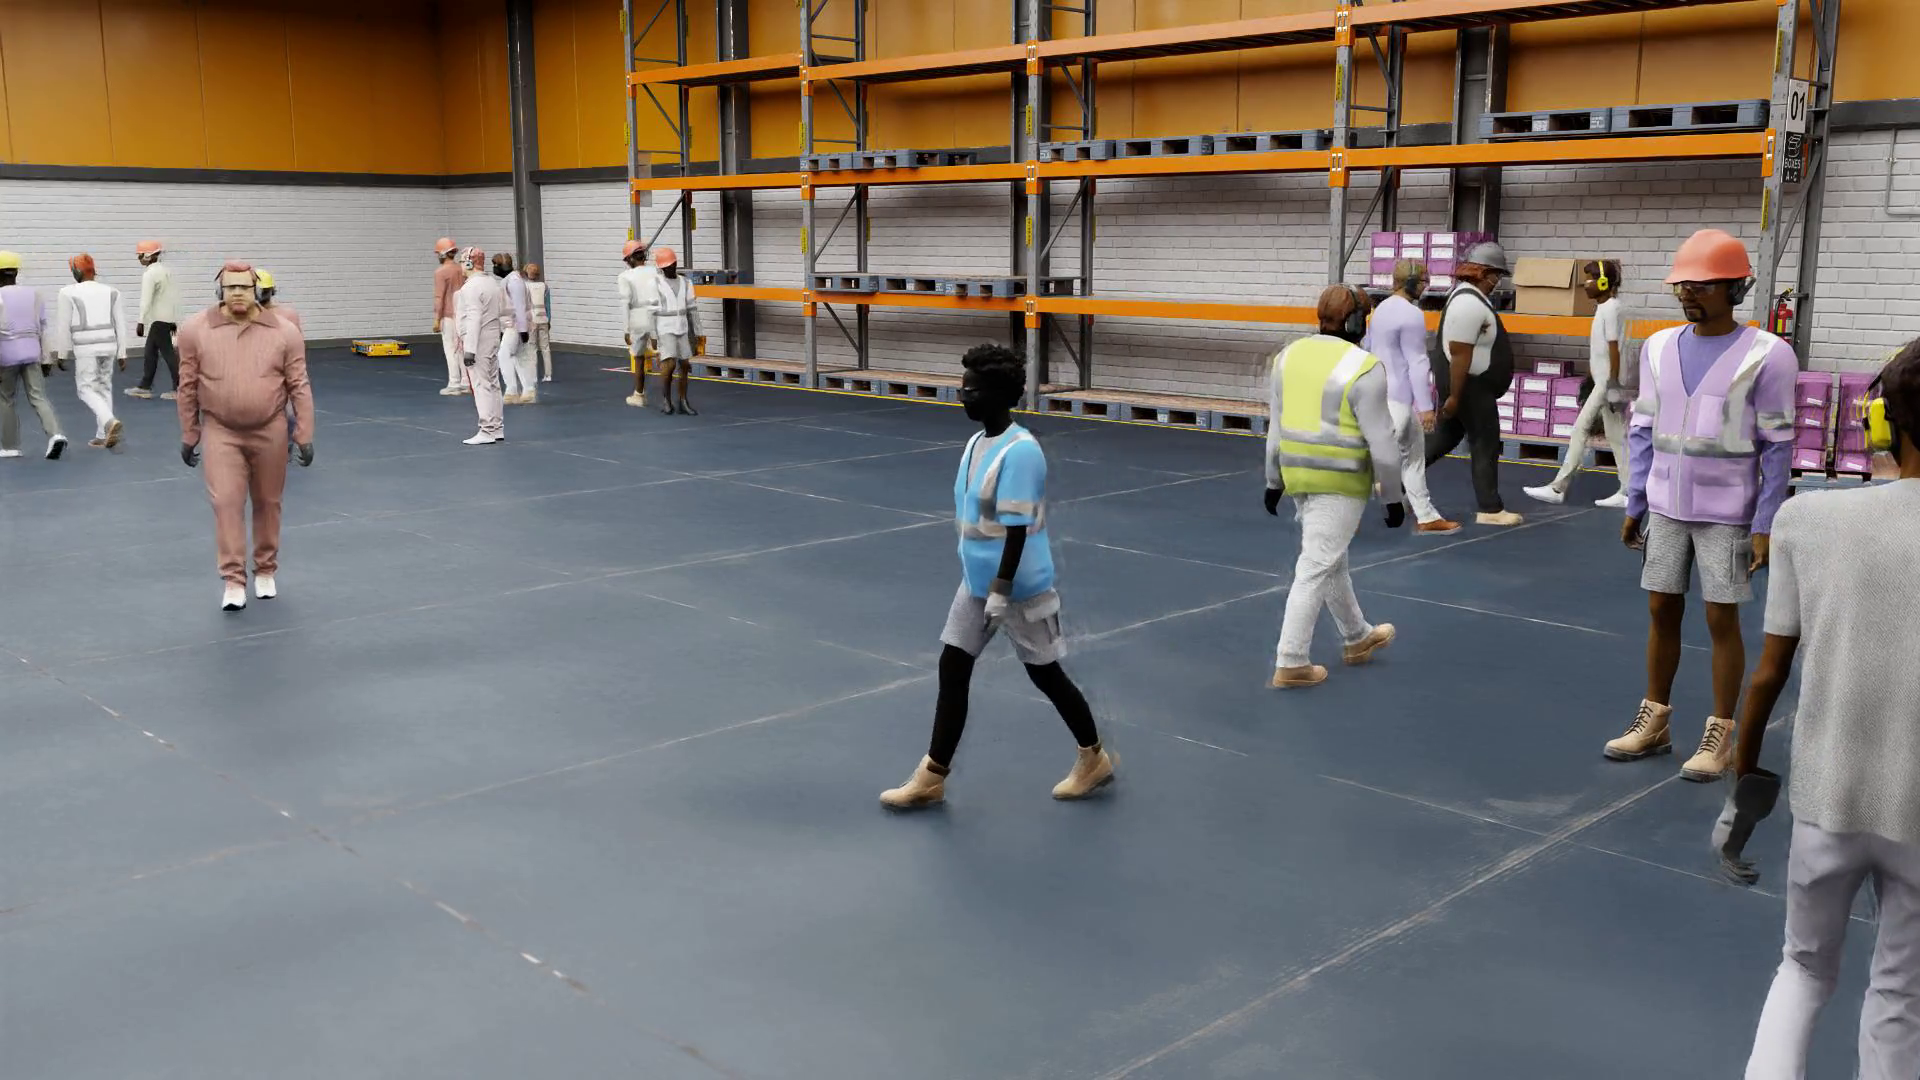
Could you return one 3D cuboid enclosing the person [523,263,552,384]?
[{"bbox_3d":[-5.825,-2.961,22.786,0.312,1.639,0.520,9,14,42],"label":"person"}]

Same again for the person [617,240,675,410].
[{"bbox_3d":[-3.589,-2.490,19.365,0.767,1.968,1.036,-5,12,-26],"label":"person"}]

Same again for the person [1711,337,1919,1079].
[{"bbox_3d":[1.699,0.543,3.100,0.565,1.848,0.497,9,14,42],"label":"person"}]

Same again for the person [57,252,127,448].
[{"bbox_3d":[-8.085,-1.755,15.604,0.710,1.867,0.600,7,13,34],"label":"person"}]

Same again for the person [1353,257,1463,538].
[{"bbox_3d":[2.858,-0.929,11.064,1.036,1.892,0.645,-1,10,-3],"label":"person"}]

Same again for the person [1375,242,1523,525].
[{"bbox_3d":[3.465,-1.124,11.674,0.955,2.000,0.686,1,10,8],"label":"person"}]

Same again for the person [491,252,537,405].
[{"bbox_3d":[-5.379,-2.505,19.833,0.661,1.816,0.697,-4,11,-23],"label":"person"}]

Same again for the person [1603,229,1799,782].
[{"bbox_3d":[2.743,-0.121,6.194,0.395,2.042,0.611,-7,13,-34],"label":"person"}]

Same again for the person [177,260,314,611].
[{"bbox_3d":[-3.851,-0.557,9.012,0.679,1.873,0.877,-5,11,-25],"label":"person"}]

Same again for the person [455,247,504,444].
[{"bbox_3d":[-4.692,-1.884,16.185,0.401,1.906,0.651,1,10,4],"label":"person"}]

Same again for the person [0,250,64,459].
[{"bbox_3d":[-8.487,-1.665,15.038,0.875,1.902,0.588,7,12,32],"label":"person"}]

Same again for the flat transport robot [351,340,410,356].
[{"bbox_3d":[-9.823,-3.262,28.162,0.652,0.197,1.431,-6,12,-31],"label":"flat transport robot"}]

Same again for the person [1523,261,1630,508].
[{"bbox_3d":[4.688,-1.156,12.421,0.895,1.822,0.560,4,11,22],"label":"person"}]

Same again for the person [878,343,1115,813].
[{"bbox_3d":[0.175,0.138,5.841,0.863,1.654,0.534,-5,11,-24],"label":"person"}]

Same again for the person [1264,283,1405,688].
[{"bbox_3d":[1.774,-0.247,7.534,0.911,1.800,0.661,-6,12,-28],"label":"person"}]

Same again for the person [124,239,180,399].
[{"bbox_3d":[-9.999,-2.696,20.442,0.889,1.959,0.653,-2,11,-9],"label":"person"}]

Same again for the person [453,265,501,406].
[{"bbox_3d":[-5.546,-2.350,19.156,0.528,1.737,0.801,-2,11,-11],"label":"person"}]

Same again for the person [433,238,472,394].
[{"bbox_3d":[-6.516,-2.852,21.278,0.434,1.981,0.617,3,11,18],"label":"person"}]

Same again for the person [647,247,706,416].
[{"bbox_3d":[-3.177,-2.320,18.613,0.628,1.902,0.405,-9,14,-40],"label":"person"}]

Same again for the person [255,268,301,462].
[{"bbox_3d":[-5.872,-1.440,14.195,0.519,1.748,0.702,-4,11,-21],"label":"person"}]
